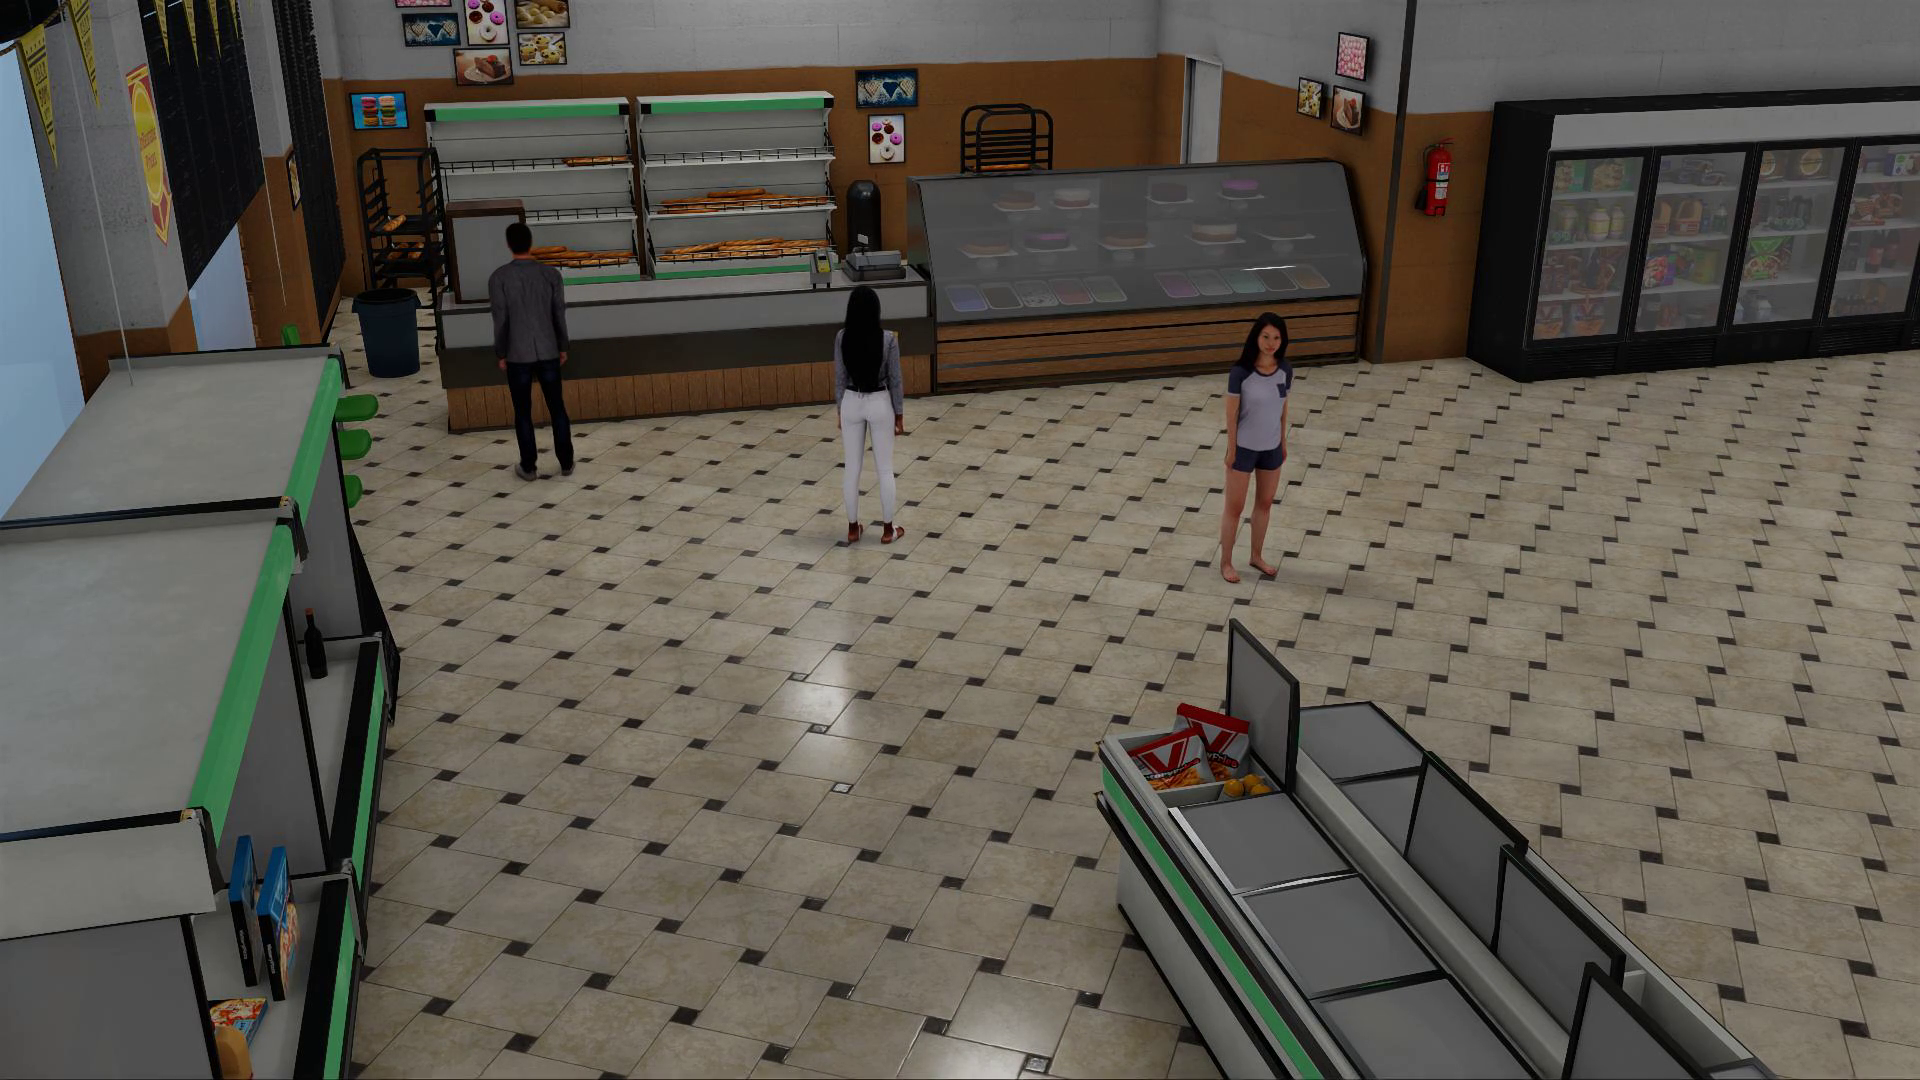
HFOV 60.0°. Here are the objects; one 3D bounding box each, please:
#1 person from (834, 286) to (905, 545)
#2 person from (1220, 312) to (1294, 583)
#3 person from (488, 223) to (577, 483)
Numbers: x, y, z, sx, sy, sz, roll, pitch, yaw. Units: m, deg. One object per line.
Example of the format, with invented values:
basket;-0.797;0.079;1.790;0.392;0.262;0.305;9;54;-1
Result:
person;-0.605;-0.820;10.895;0.673;1.724;0.653;4;22;9
person;1.844;-0.593;10.353;0.616;1.706;0.560;-9;24;-21
person;-3.095;-1.356;12.031;0.727;1.871;0.638;-10;24;-23
